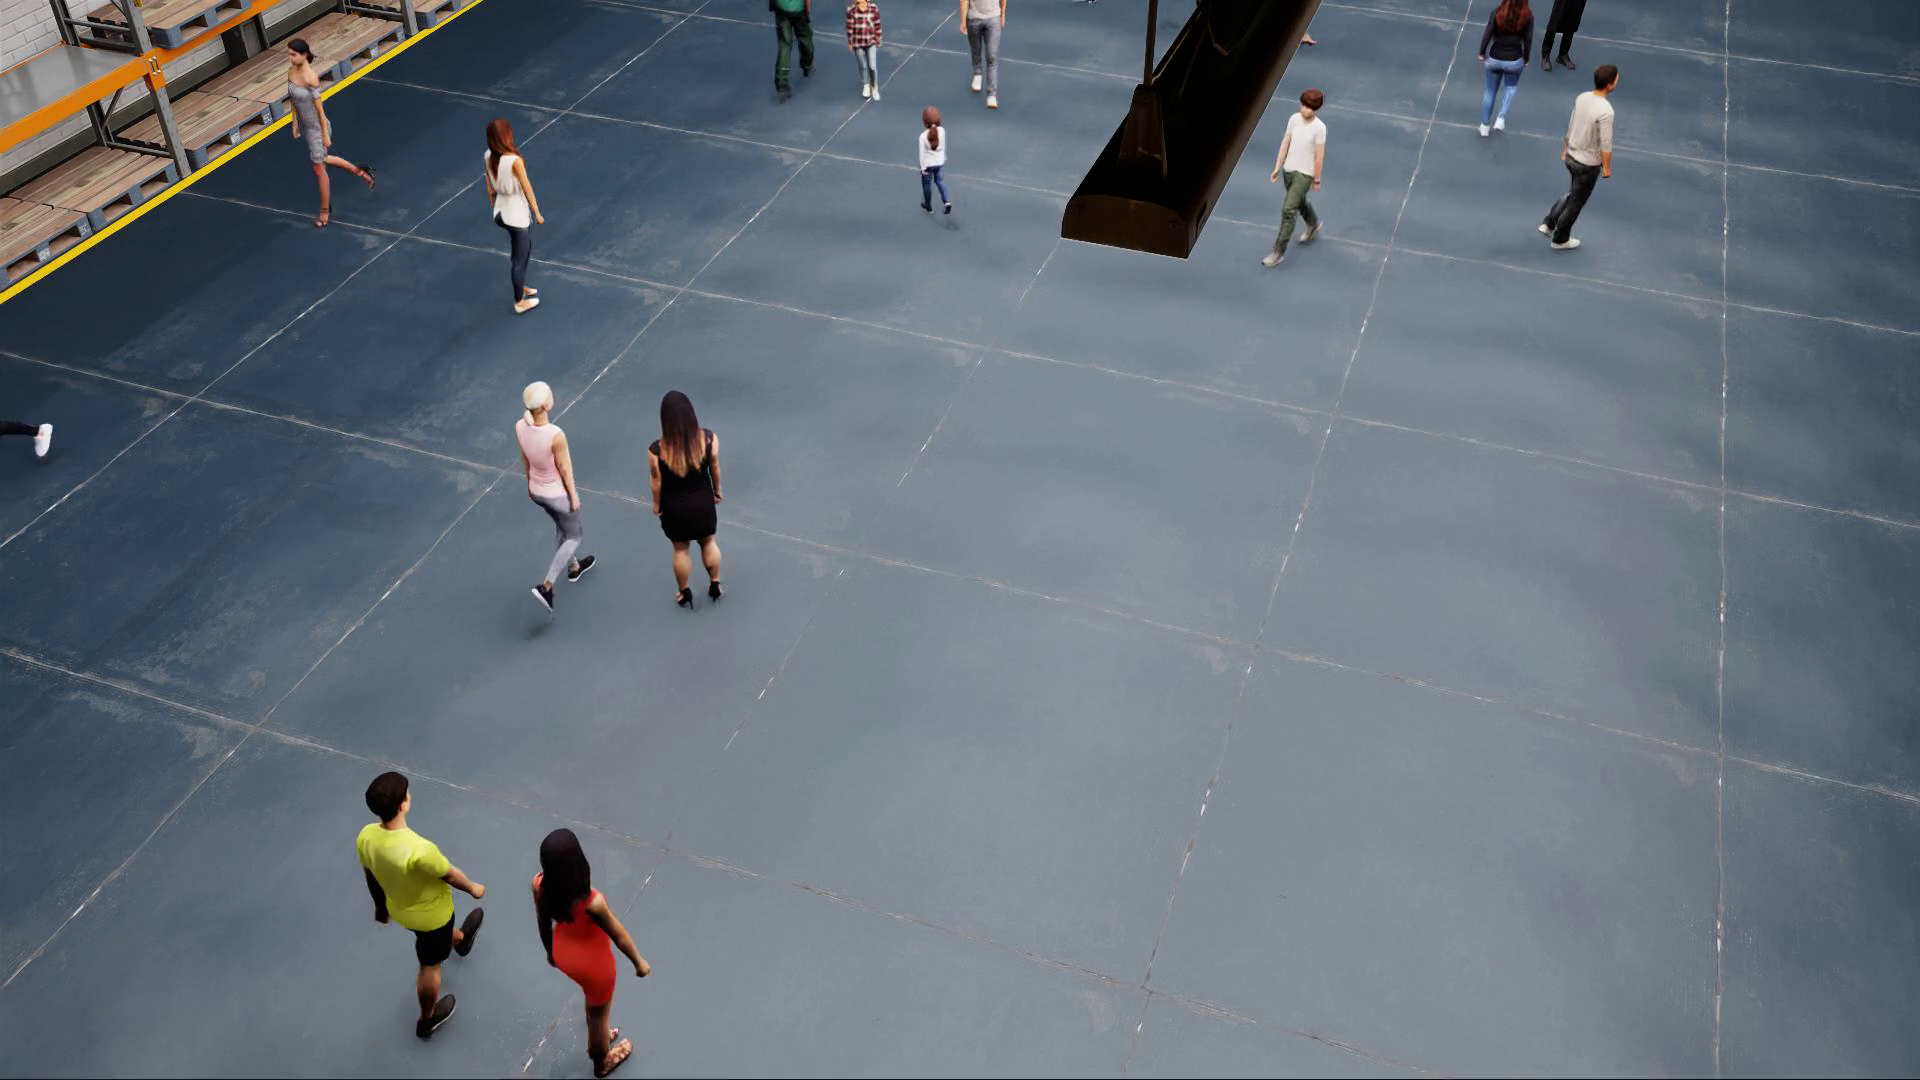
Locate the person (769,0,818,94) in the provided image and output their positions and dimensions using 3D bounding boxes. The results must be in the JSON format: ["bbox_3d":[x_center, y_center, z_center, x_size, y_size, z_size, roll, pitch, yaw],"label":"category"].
[{"bbox_3d":[-1.876,-5.742,18.089,0.729,1.794,1.174,11,40,13],"label":"person"}]

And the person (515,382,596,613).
[{"bbox_3d":[-2.812,-0.281,11.320,0.614,1.707,0.988,17,42,20],"label":"person"}]

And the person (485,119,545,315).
[{"bbox_3d":[-3.928,-2.752,14.361,0.669,1.774,0.700,27,46,30],"label":"person"}]

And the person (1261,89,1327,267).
[{"bbox_3d":[3.158,-3.372,15.261,1.186,1.619,0.960,-26,46,-29],"label":"person"}]

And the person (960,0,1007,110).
[{"bbox_3d":[0.233,-5.660,17.947,0.951,1.843,1.292,-1,39,-1],"label":"person"}]

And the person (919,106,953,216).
[{"bbox_3d":[-0.232,-3.626,15.993,0.665,1.103,0.705,-21,43,-24],"label":"person"}]

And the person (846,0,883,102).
[{"bbox_3d":[-1.054,-5.477,18.165,0.627,1.284,0.675,-2,39,-3],"label":"person"}]

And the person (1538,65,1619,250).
[{"bbox_3d":[5.638,-3.468,15.239,0.863,1.798,0.784,-8,39,-10],"label":"person"}]

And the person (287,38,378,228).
[{"bbox_3d":[-6.043,-3.896,15.771,0.847,1.802,1.088,29,47,31],"label":"person"}]

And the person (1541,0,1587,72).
[{"bbox_3d":[6.883,-6.217,18.650,0.717,1.837,0.717,-7,39,-9],"label":"person"}]

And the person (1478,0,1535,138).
[{"bbox_3d":[5.641,-4.943,17.227,0.677,1.621,0.605,10,40,12],"label":"person"}]

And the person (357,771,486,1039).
[{"bbox_3d":[-2.830,1.940,8.569,0.691,1.671,1.015,16,41,19],"label":"person"}]

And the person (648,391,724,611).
[{"bbox_3d":[-1.833,-0.242,11.270,0.742,1.711,0.802,-16,41,-19],"label":"person"}]

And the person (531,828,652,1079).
[{"bbox_3d":[-1.923,2.143,8.288,0.691,1.704,0.645,21,43,25],"label":"person"}]
